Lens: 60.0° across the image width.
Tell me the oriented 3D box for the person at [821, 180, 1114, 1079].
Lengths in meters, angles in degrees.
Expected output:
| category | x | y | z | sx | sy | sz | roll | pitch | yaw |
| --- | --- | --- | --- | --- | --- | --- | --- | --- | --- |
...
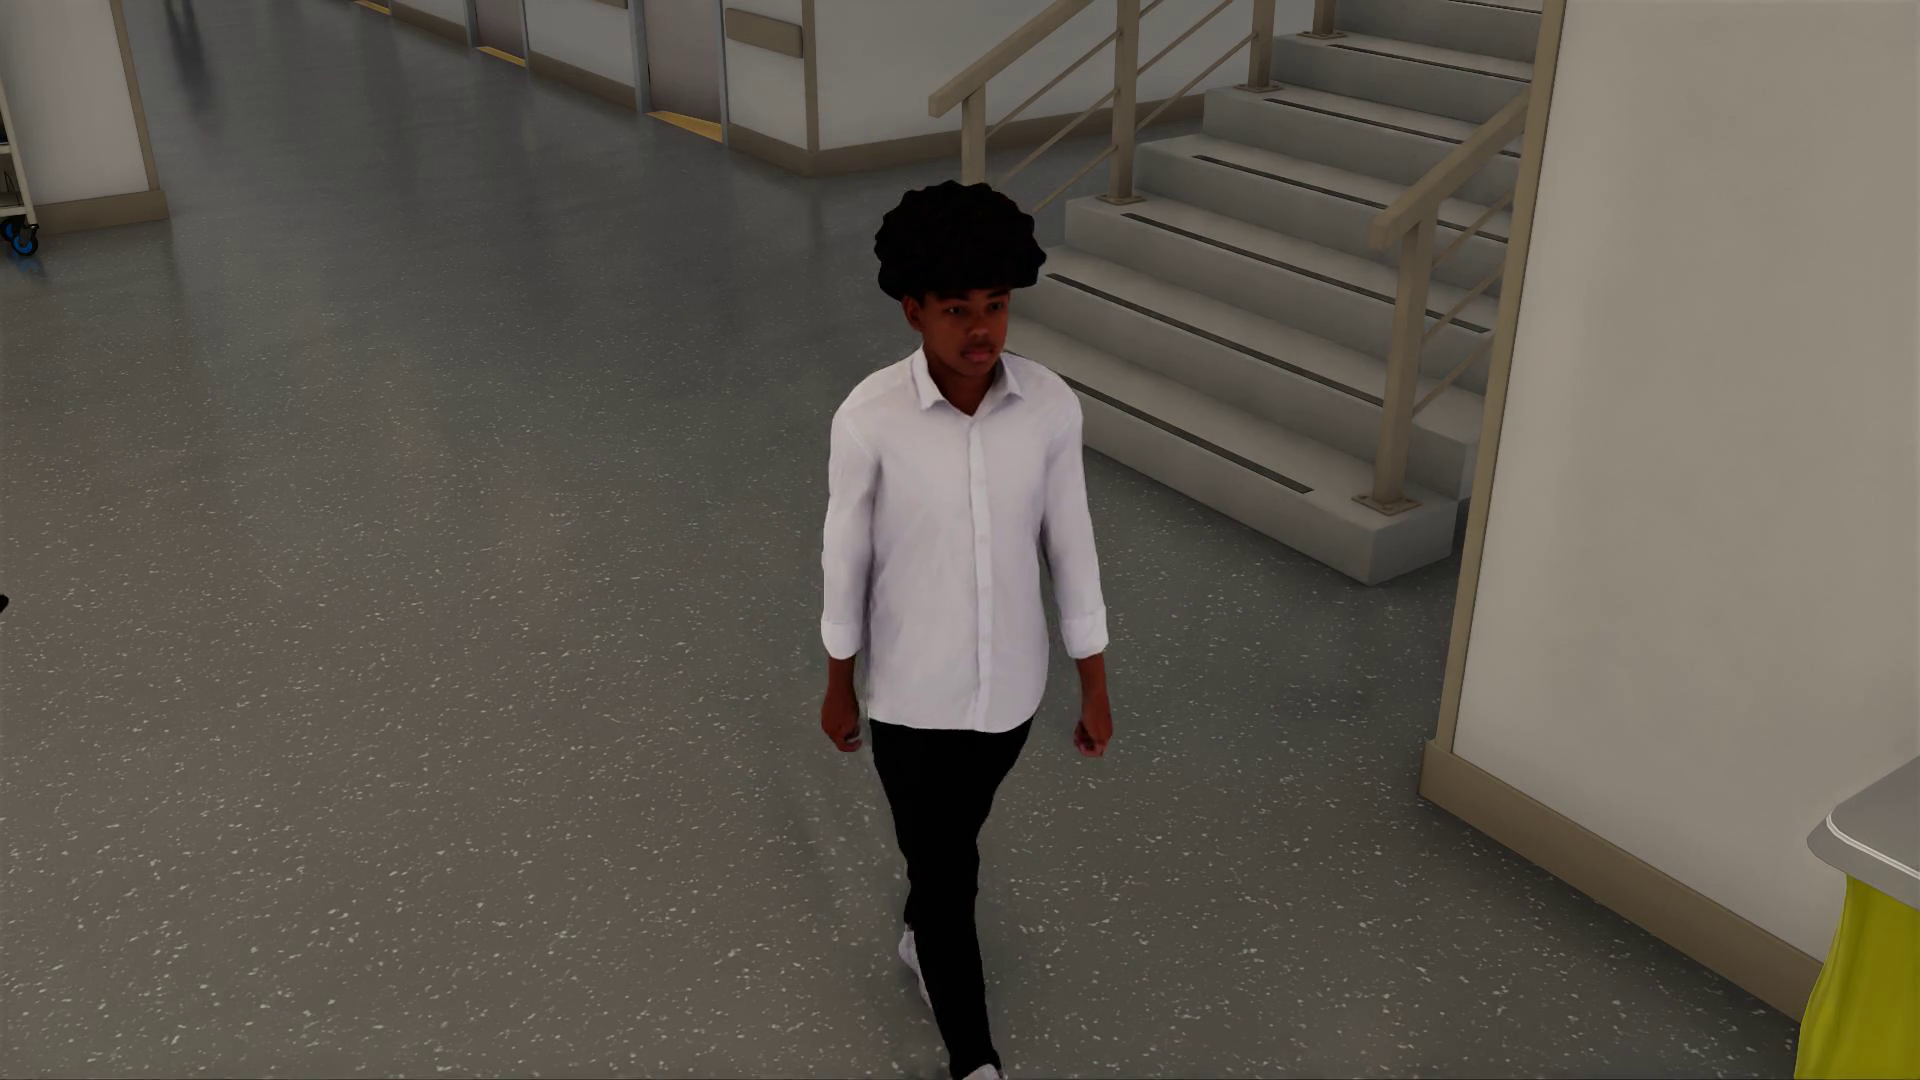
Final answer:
| category | x | y | z | sx | sy | sz | roll | pitch | yaw |
| --- | --- | --- | --- | --- | --- | --- | --- | --- | --- |
| person | -0.037 | 0.202 | 3.183 | 1.053 | 1.775 | 0.892 | -9 | 27 | -18 |
